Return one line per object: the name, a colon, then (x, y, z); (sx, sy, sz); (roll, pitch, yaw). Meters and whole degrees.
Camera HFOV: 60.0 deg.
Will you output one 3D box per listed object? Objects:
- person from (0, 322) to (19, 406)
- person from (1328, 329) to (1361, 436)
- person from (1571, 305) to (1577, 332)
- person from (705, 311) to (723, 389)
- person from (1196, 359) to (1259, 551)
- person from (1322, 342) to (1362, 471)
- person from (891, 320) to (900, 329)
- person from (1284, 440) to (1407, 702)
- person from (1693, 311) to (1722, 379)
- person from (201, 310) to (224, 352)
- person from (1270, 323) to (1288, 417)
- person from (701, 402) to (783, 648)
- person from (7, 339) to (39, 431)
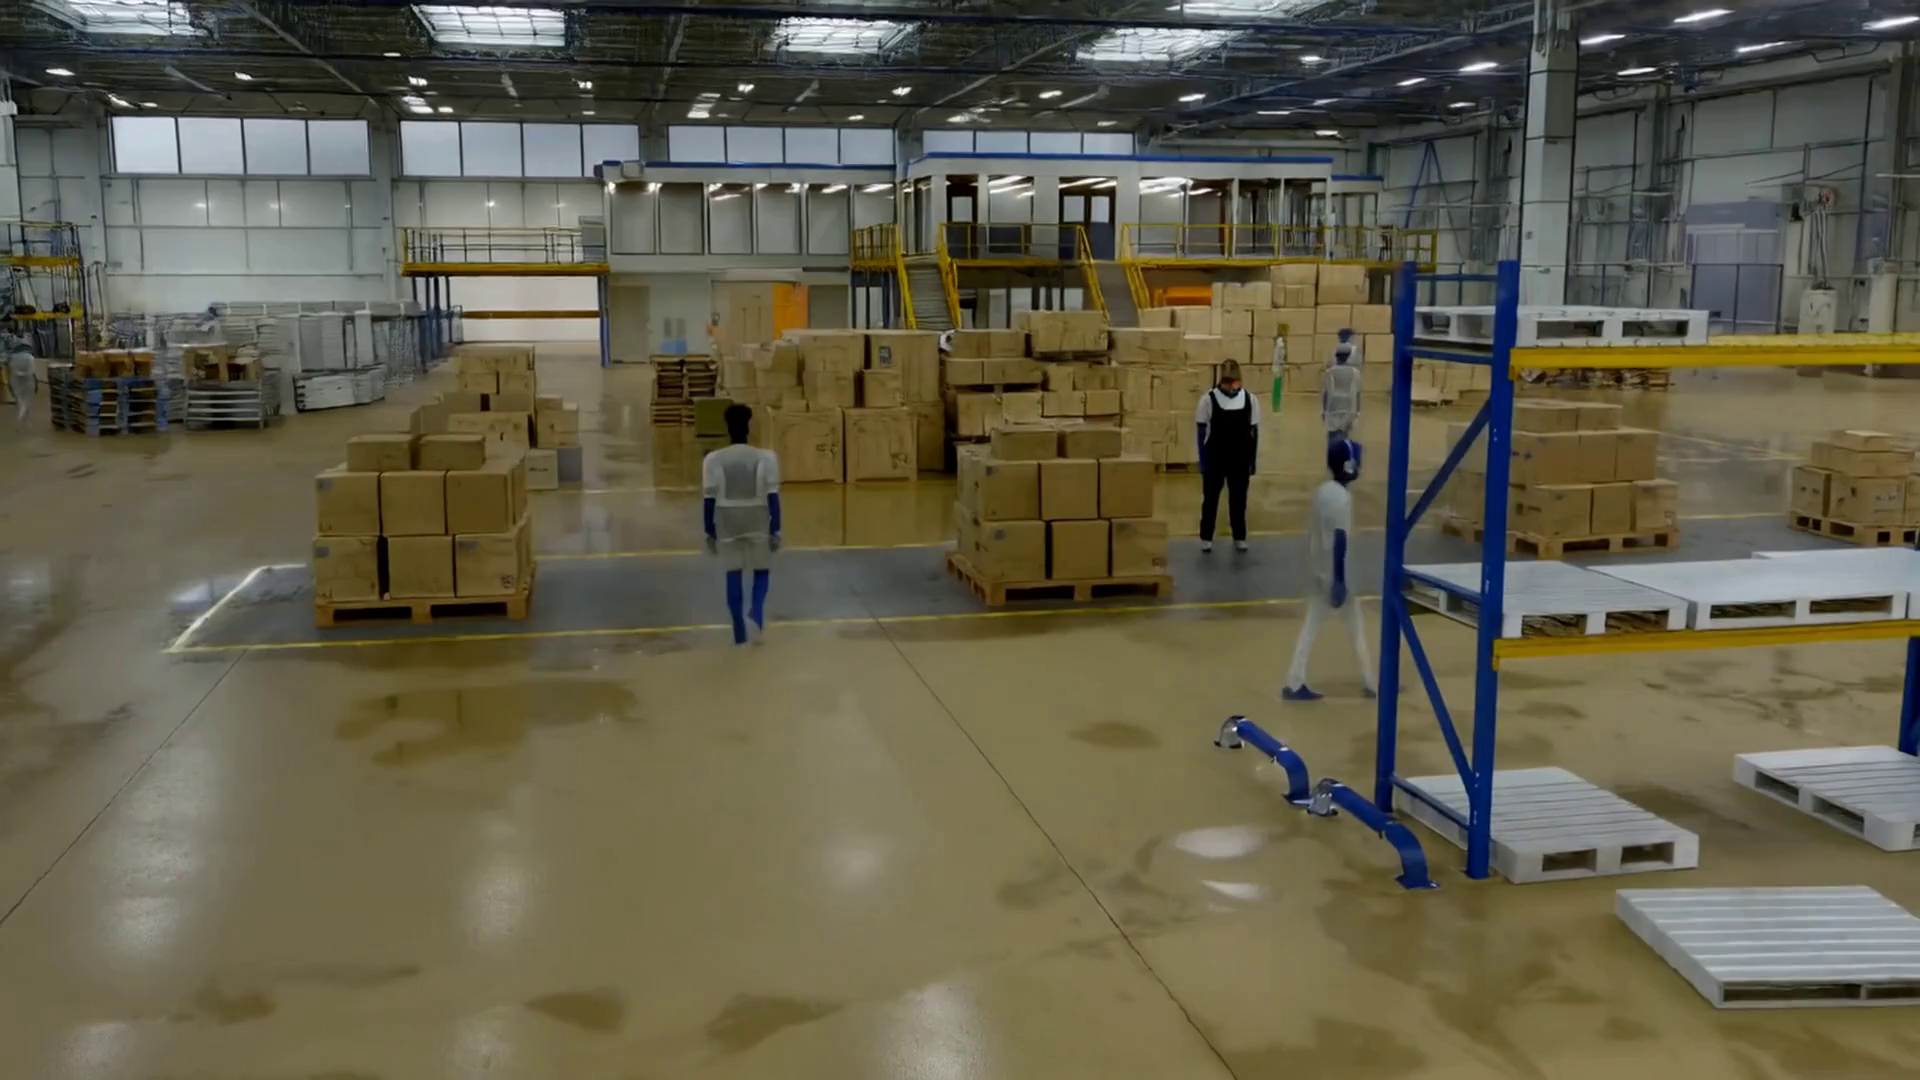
person: (-20.595, -3.807, 36.058); (0.595, 1.824, 0.404); (6, 11, 33)
person: (6.931, -2.841, 29.903); (0.940, 1.913, 0.606); (-8, 12, -39)
person: (19.413, -6.570, 52.985); (0.630, 1.798, 0.944); (-4, 10, -22)
person: (-6.025, -4.682, 41.037); (0.373, 1.933, 0.549); (5, 11, 28)
person: (2.849, -0.889, 17.596); (0.673, 2.000, 0.535); (-1, 9, -4)
person: (5.547, -1.906, 24.181); (0.551, 1.918, 0.410); (2, 10, 13)
person: (-1.419, -3.962, 36.951); (0.999, 1.825, 0.583); (9, 13, 43)
person: (2.676, 0.227, 11.446); (0.930, 1.826, 0.576); (-2, 10, -12)
person: (20.321, -5.295, 45.090); (0.523, 1.843, 0.786); (-8, 12, -40)
person: (-18.617, -4.752, 41.439); (0.630, 1.951, 1.009); (1, 9, 4)
person: (6.471, -3.441, 33.631); (0.362, 1.883, 0.576); (4, 10, 22)
person: (-1.709, -0.105, 13.063); (0.630, 1.955, 0.426); (-1, 9, -5)
person: (-17.311, -2.864, 30.725); (0.502, 1.682, 0.930); (-2, 9, -9)
